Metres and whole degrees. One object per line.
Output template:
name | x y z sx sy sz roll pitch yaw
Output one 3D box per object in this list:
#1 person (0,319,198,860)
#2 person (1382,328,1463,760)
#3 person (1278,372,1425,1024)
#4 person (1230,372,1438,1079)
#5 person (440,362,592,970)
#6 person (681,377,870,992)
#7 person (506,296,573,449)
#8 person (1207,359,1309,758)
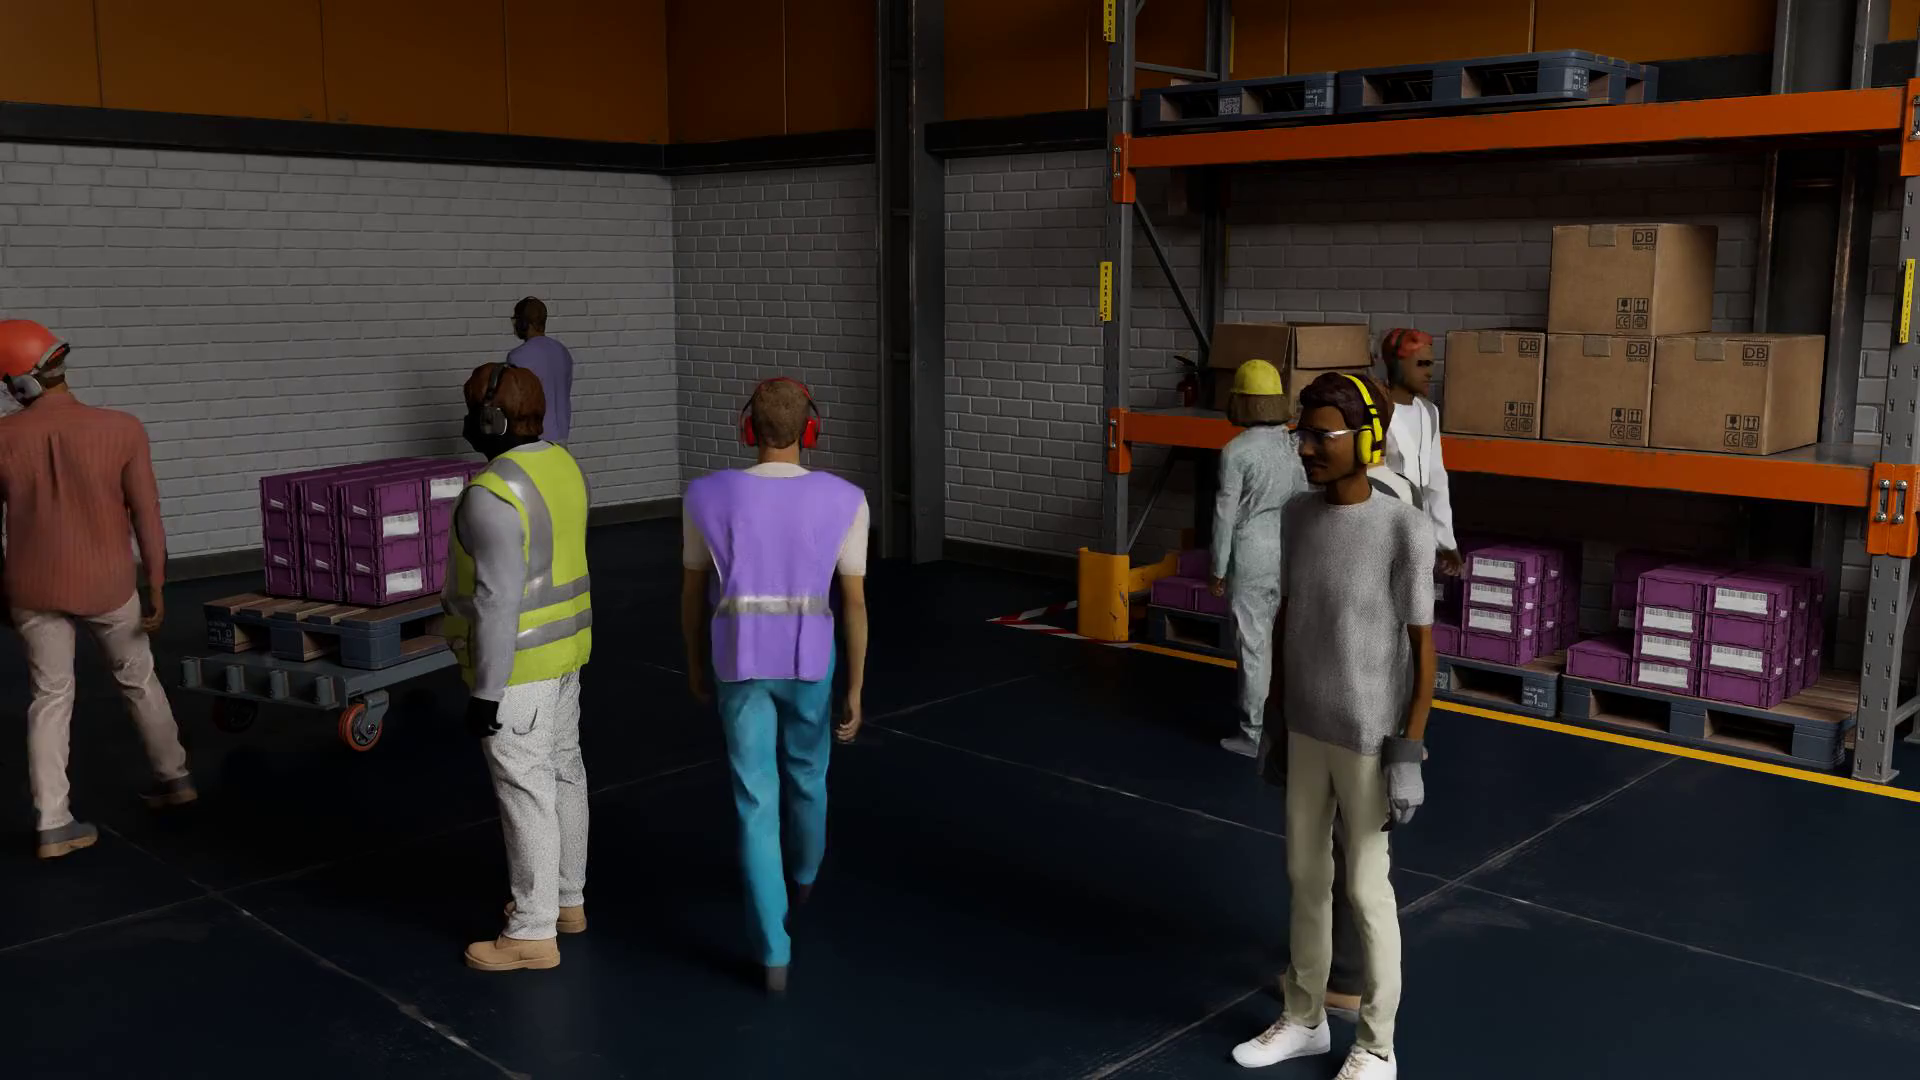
person | -3.245 0.164 6.140 0.681 1.933 0.705 -4 10 -26
person | 1.926 0.018 7.228 0.675 1.859 0.597 9 13 43
person | 1.130 0.446 4.717 0.372 1.829 0.525 7 12 36
person | 0.960 0.507 4.233 0.310 1.868 0.532 -6 11 -35
person | -1.349 0.383 5.074 0.430 1.845 0.620 2 9 9
person | -0.573 0.393 5.188 0.571 1.784 0.997 -2 9 -9
person | -2.778 -0.634 11.011 0.352 1.937 0.635 3 10 18
person | 1.265 0.086 7.204 0.505 1.730 0.353 -7 11 -35
